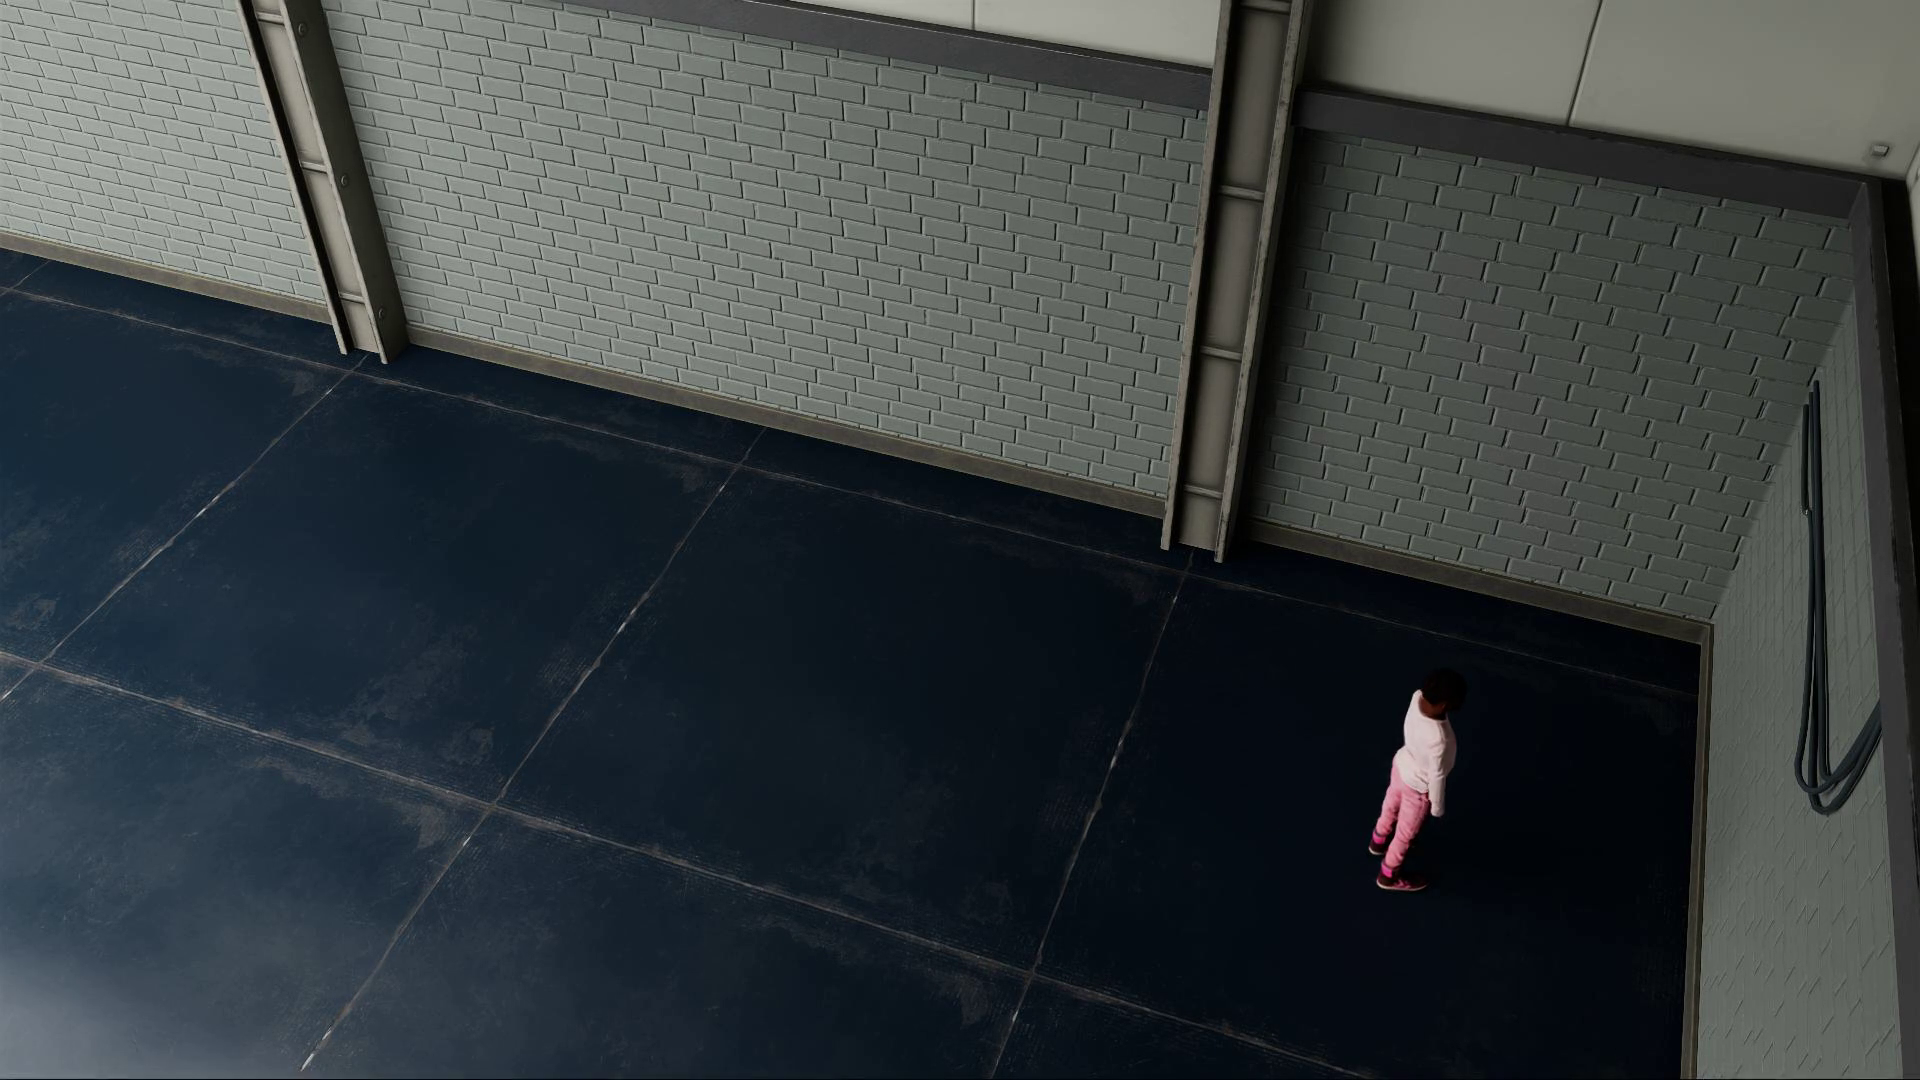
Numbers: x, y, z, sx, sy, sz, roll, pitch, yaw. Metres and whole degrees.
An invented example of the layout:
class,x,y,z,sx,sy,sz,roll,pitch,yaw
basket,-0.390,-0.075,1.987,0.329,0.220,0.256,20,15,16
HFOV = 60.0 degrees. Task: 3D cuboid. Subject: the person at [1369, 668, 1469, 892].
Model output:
class,x,y,z,sx,sy,sz,roll,pitch,yaw
person,2.201,1.124,8.018,0.616,1.448,0.618,-2,42,-2
